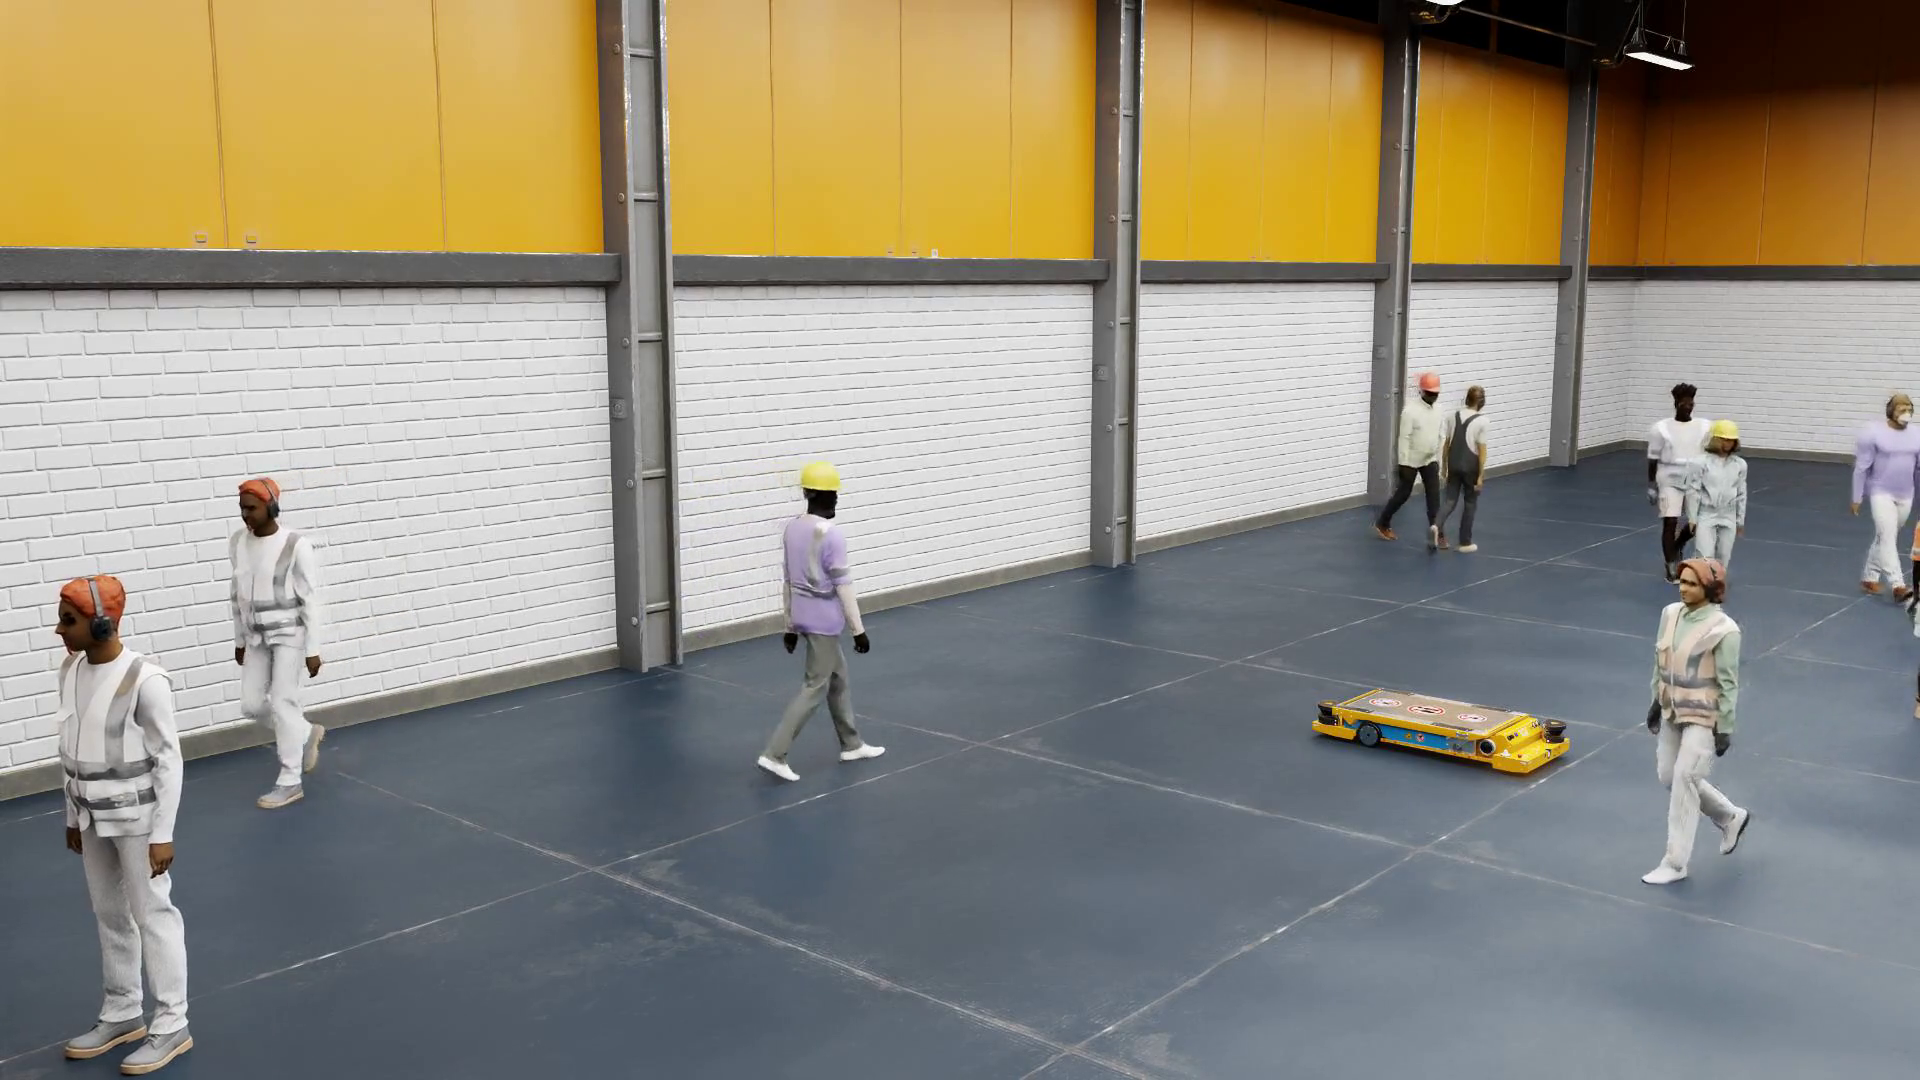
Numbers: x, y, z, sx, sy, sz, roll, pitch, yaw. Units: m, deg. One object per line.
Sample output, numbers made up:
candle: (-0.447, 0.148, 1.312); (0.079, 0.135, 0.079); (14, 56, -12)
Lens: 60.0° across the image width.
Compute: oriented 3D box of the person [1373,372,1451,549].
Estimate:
person: (5.027, -0.898, 18.364); (0.665, 1.945, 0.997); (-4, 10, -26)

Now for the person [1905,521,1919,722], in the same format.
person: (6.559, 0.395, 10.992); (0.570, 1.689, 0.326); (8, 12, 41)

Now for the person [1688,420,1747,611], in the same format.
person: (6.577, -0.182, 14.440); (0.503, 1.731, 0.379); (-1, 9, -3)

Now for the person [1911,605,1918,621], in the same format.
person: (8.031, -0.089, 13.388); (0.713, 1.889, 0.654); (-1, 9, -9)

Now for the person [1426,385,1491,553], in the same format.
person: (5.290, -0.727, 17.640); (0.743, 1.812, 0.578); (-8, 12, -40)

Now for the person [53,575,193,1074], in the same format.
person: (-3.151, 1.055, 6.234); (0.576, 1.879, 0.352); (5, 10, 28)

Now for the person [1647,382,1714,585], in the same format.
person: (6.975, -0.558, 16.131); (0.624, 1.954, 0.587); (1, 9, 6)

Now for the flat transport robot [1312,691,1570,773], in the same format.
flat transport robot: (3.022, 1.178, 10.503); (1.431, 0.197, 0.652); (8, 12, 40)

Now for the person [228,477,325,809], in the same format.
person: (-3.830, 0.554, 9.424); (0.610, 1.866, 0.547); (3, 10, 20)

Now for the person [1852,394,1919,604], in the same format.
person: (8.557, -0.373, 15.161); (0.655, 1.888, 0.985); (0, 9, -3)

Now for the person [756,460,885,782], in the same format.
person: (-0.848, 0.469, 9.887); (0.925, 1.892, 0.598); (-5, 10, -30)

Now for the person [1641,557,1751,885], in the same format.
person: (3.660, 0.872, 8.178); (0.624, 1.620, 0.518); (-2, 9, -13)
